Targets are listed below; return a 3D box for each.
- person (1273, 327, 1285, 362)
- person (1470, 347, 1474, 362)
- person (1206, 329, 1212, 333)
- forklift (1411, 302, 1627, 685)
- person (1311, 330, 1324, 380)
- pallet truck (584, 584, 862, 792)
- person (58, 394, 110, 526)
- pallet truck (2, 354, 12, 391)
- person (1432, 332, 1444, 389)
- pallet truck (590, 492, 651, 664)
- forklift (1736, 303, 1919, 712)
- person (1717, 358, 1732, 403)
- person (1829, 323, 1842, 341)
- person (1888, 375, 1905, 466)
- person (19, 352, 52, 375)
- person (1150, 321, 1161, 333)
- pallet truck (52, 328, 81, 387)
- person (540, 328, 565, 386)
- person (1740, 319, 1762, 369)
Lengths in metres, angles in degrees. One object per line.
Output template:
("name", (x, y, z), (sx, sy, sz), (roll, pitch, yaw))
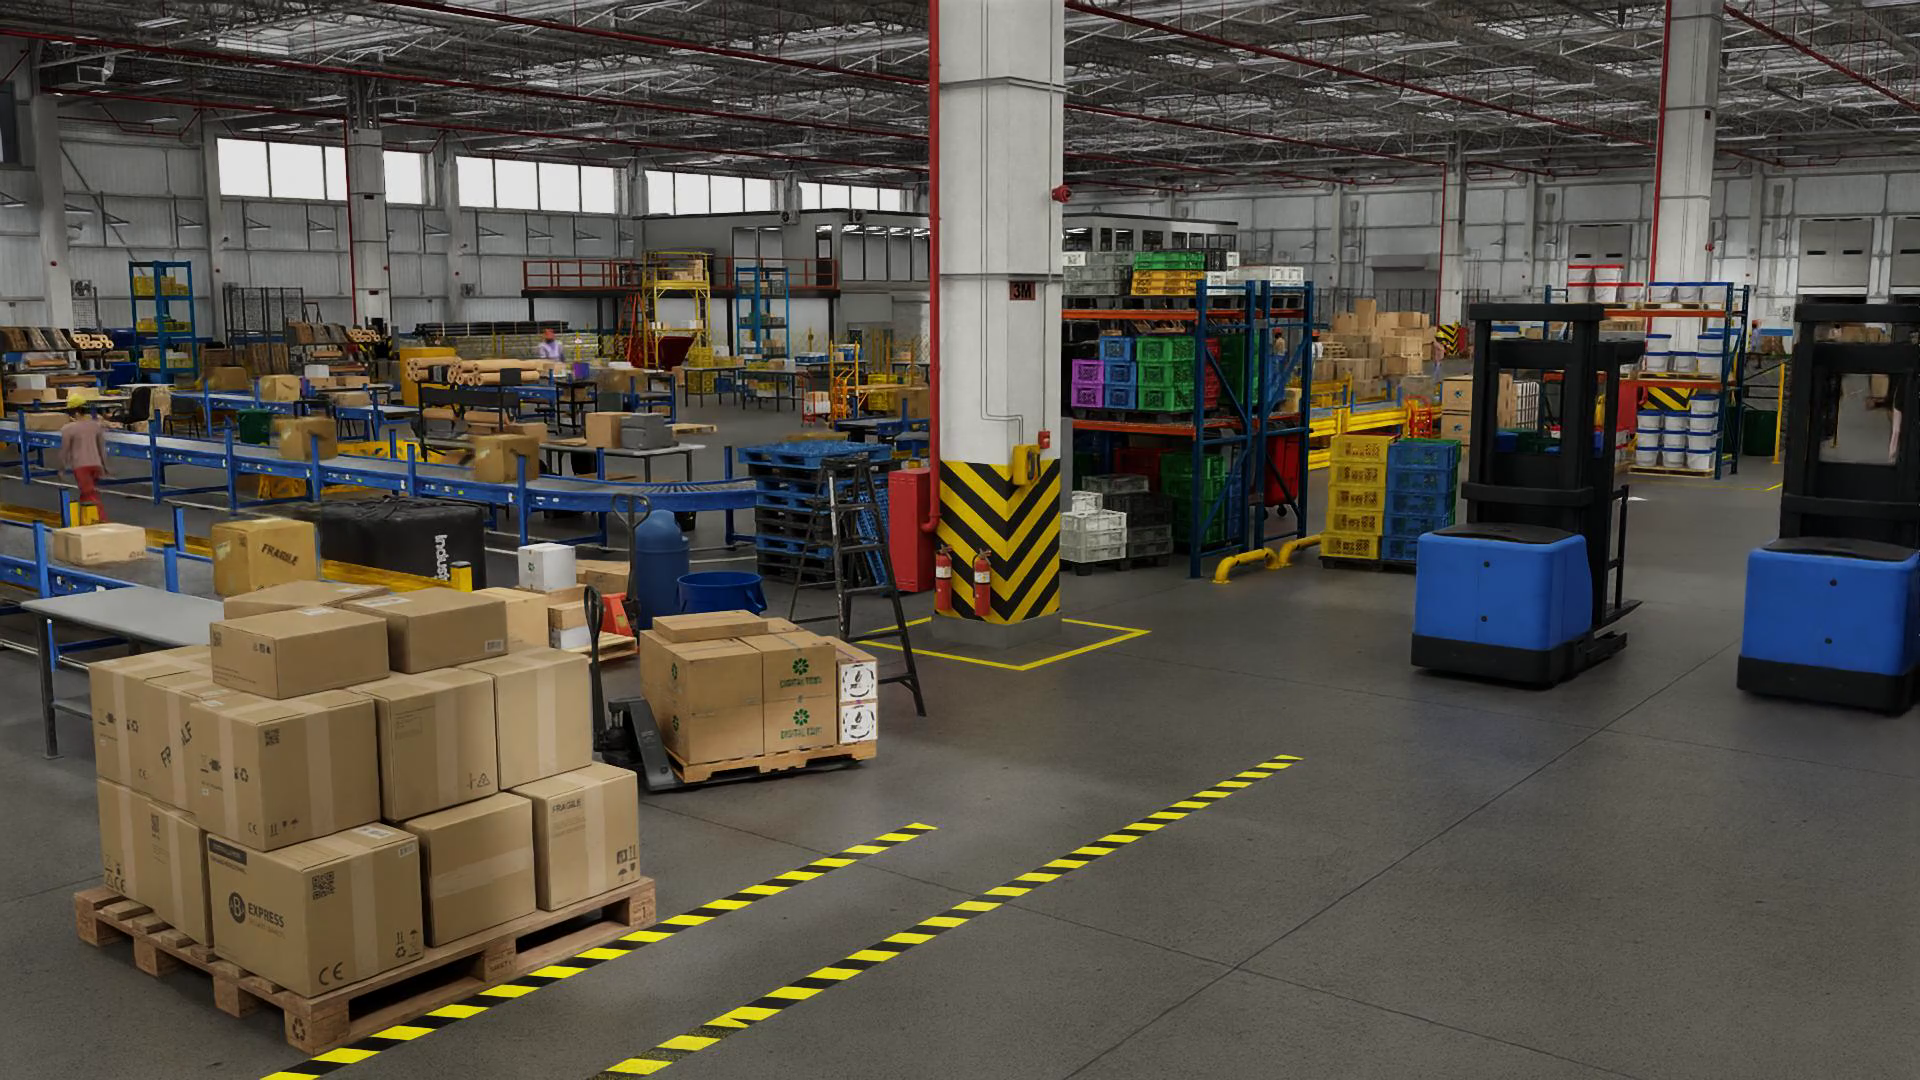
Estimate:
("person", (9.170, -5.175, 47.951), (0.376, 1.935, 0.550), (4, 9, 23))
("person", (16.281, -5.731, 51.938), (0.590, 1.867, 0.842), (-6, 10, -36))
("person", (8.121, -6.121, 54.672), (0.511, 1.844, 0.418), (7, 11, 41))
("forklift", (4.379, -0.438, 12.852), (1.129, 2.768, 1.873), (7, 11, 37))
("person", (9.366, -4.579, 43.932), (0.376, 1.936, 0.549), (8, 11, 42))
("pallet truck", (-1.426, 0.805, 10.019), (1.601, 1.201, 0.680), (-4, 9, -26))
("person", (-10.267, -0.849, 19.533), (0.917, 1.718, 0.538), (4, 9, 24))
("pallet truck", (-24.881, -4.417, 42.634), (1.885, 1.965, 0.823), (8, 11, 41))
("person", (14.027, -5.219, 48.819), (0.315, 1.770, 0.524), (5, 10, 29))
("pallet truck", (-3.115, 0.344, 12.883), (0.653, 1.274, 1.630), (7, 11, 37))
("forklift", (6.500, -0.323, 12.073), (1.129, 2.768, 1.873), (6, 11, 37))
("person", (16.530, -3.358, 36.100), (0.611, 1.818, 0.466), (-1, 9, -9))
("person", (34.127, -7.667, 64.899), (0.594, 1.896, 0.876), (-3, 9, -21))
("person", (15.656, -2.162, 27.439), (0.617, 1.993, 0.396), (4, 9, 23))
("person", (-22.623, -4.049, 40.633), (0.666, 1.860, 0.980), (0, 8, 1))
("person", (7.077, -6.902, 59.671), (0.617, 1.911, 1.031), (-2, 9, -13))
("pallet truck", (-23.775, -4.544, 43.495), (1.885, 1.965, 0.823), (6, 10, 35))
("person", (-10.533, -4.492, 43.181), (0.674, 1.984, 0.704), (-4, 9, -24))
("person", (30.351, -7.497, 63.742), (0.965, 1.887, 0.576), (0, 8, -1))
